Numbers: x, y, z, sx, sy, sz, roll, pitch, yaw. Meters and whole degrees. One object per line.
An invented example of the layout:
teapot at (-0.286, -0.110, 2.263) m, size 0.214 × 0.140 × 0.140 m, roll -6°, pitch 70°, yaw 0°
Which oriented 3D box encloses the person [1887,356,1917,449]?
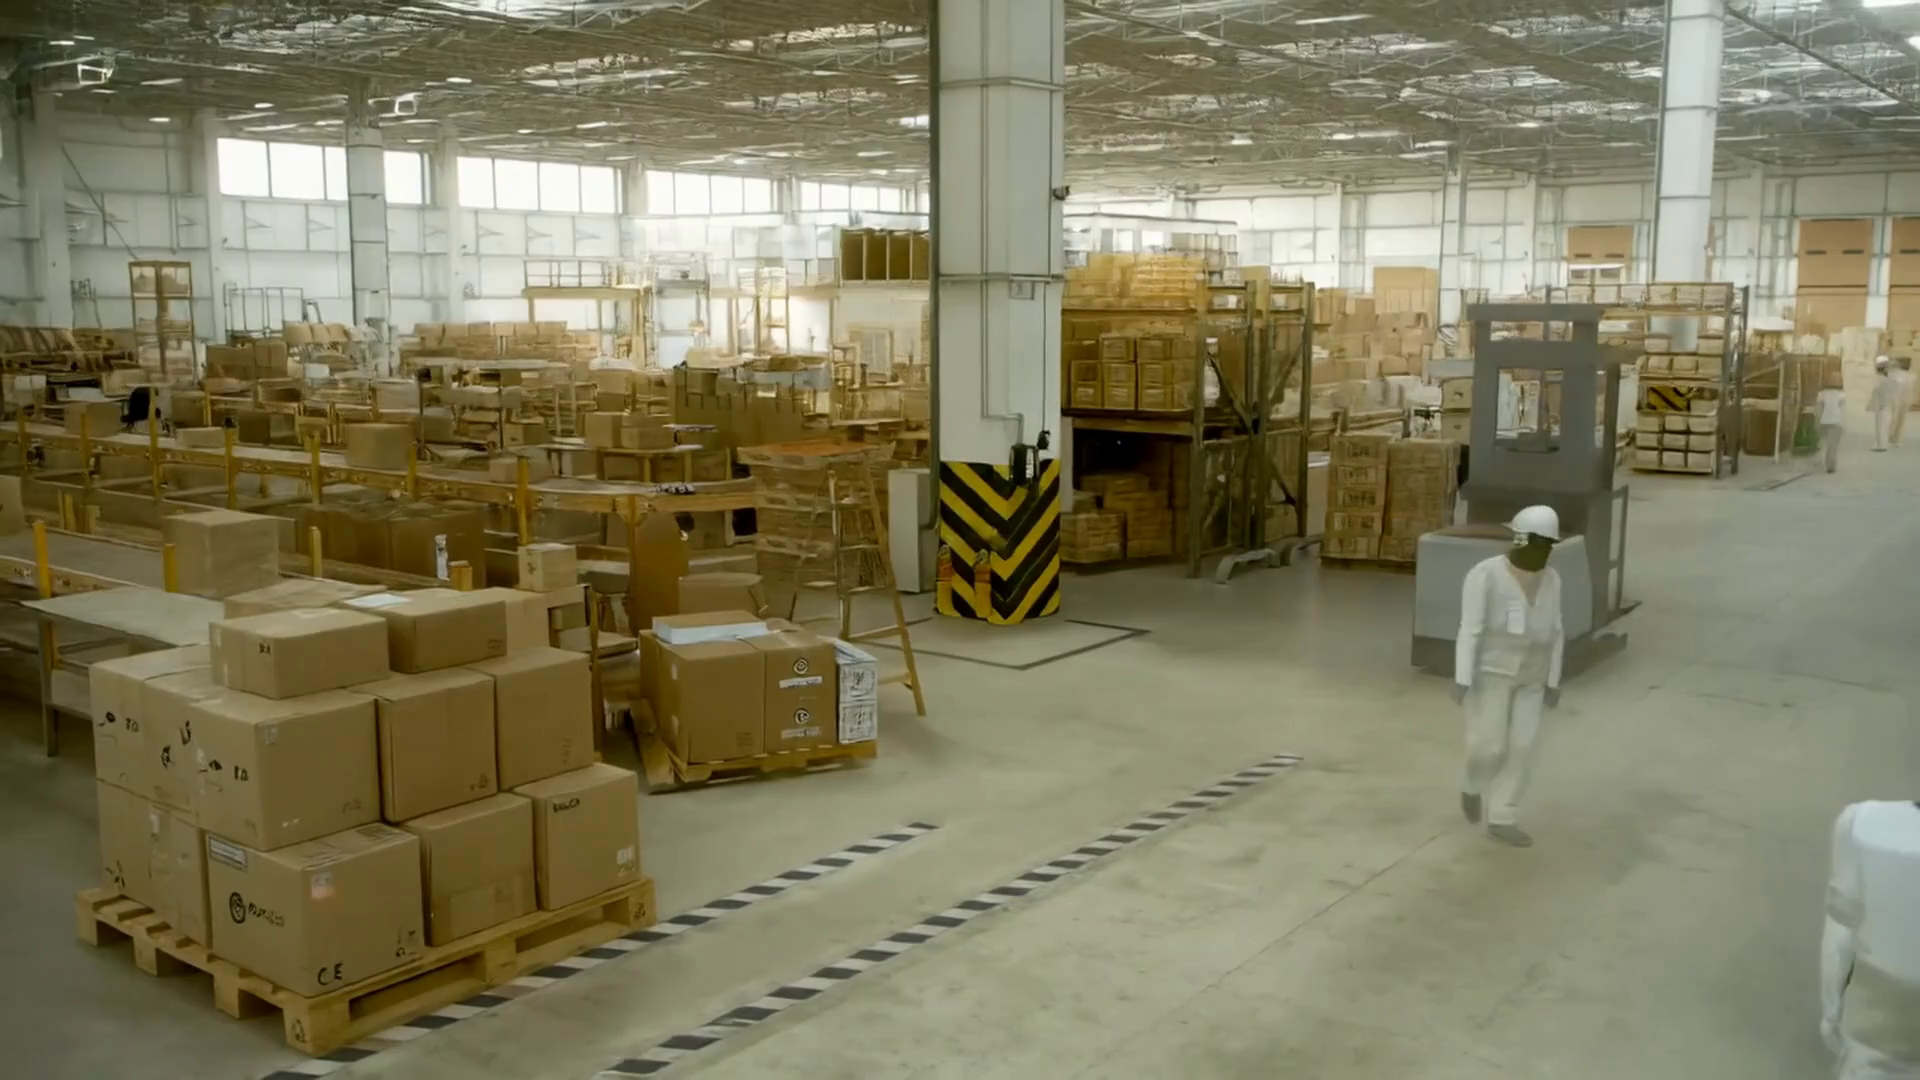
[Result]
person at (17.451, -2.541, 30.848) m, size 0.520 × 1.743 × 0.470 m, roll -1°, pitch 8°, yaw -4°

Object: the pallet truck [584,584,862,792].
pallet truck at (-1.426, 0.805, 10.019) m, size 1.601 × 1.201 × 0.680 m, roll -4°, pitch 9°, yaw -26°

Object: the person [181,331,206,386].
person at (-22.289, -5.208, 48.376) m, size 0.644 × 1.881 × 0.704 m, roll -4°, pitch 9°, yaw -24°

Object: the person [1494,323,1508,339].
person at (18.709, -6.580, 57.607) m, size 0.561 × 1.879 × 0.935 m, roll 8°, pitch 12°, yaw 44°

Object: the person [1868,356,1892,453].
person at (16.742, -2.460, 30.257) m, size 0.345 × 1.756 × 0.518 m, roll 3°, pitch 9°, yaw 17°

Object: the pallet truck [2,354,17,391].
pallet truck at (-24.881, -4.417, 42.634) m, size 1.885 × 1.965 × 0.823 m, roll 8°, pitch 11°, yaw 41°

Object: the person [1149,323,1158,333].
person at (6.294, -6.060, 53.911) m, size 0.359 × 1.938 × 0.545 m, roll 0°, pitch 8°, yaw 1°

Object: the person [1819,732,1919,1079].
person at (2.545, 1.306, 4.371) m, size 0.542 × 1.909 × 0.926 m, roll 5°, pitch 10°, yaw 32°

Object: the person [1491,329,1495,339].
person at (13.767, -4.546, 43.515) m, size 0.377 × 1.995 × 0.608 m, roll 1°, pitch 9°, yaw 10°

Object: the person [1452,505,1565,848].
person at (2.895, 0.705, 8.820) m, size 0.633 × 1.790 × 0.546 m, roll -2°, pitch 9°, yaw -16°

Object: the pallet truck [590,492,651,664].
pallet truck at (-3.115, 0.344, 12.883) m, size 0.653 × 1.274 × 1.630 m, roll 7°, pitch 11°, yaw 37°

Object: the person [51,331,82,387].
person at (-20.504, -3.772, 38.191) m, size 0.635 × 2.024 × 0.477 m, roll -1°, pitch 9°, yaw -9°

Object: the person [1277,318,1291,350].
person at (16.572, -10.697, 85.364) m, size 0.953 × 1.889 × 0.605 m, roll 5°, pitch 10°, yaw 32°

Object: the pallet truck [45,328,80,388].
pallet truck at (-23.775, -4.544, 43.495) m, size 1.885 × 1.965 × 0.823 m, roll 6°, pitch 10°, yaw 35°

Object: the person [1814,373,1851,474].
person at (14.030, -1.871, 26.738) m, size 0.356 × 1.622 × 0.519 m, roll -7°, pitch 11°, yaw -40°

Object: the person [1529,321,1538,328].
person at (26.276, -9.320, 76.211) m, size 0.429 × 1.844 × 0.627 m, roll 1°, pitch 8°, yaw 4°

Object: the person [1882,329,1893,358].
person at (27.110, -5.253, 48.702) m, size 0.329 × 1.872 × 0.511 m, roll 5°, pitch 10°, yaw 30°

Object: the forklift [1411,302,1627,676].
forklift at (4.379, -0.438, 12.852) m, size 1.129 × 2.768 × 1.873 m, roll 7°, pitch 11°, yaw 37°
